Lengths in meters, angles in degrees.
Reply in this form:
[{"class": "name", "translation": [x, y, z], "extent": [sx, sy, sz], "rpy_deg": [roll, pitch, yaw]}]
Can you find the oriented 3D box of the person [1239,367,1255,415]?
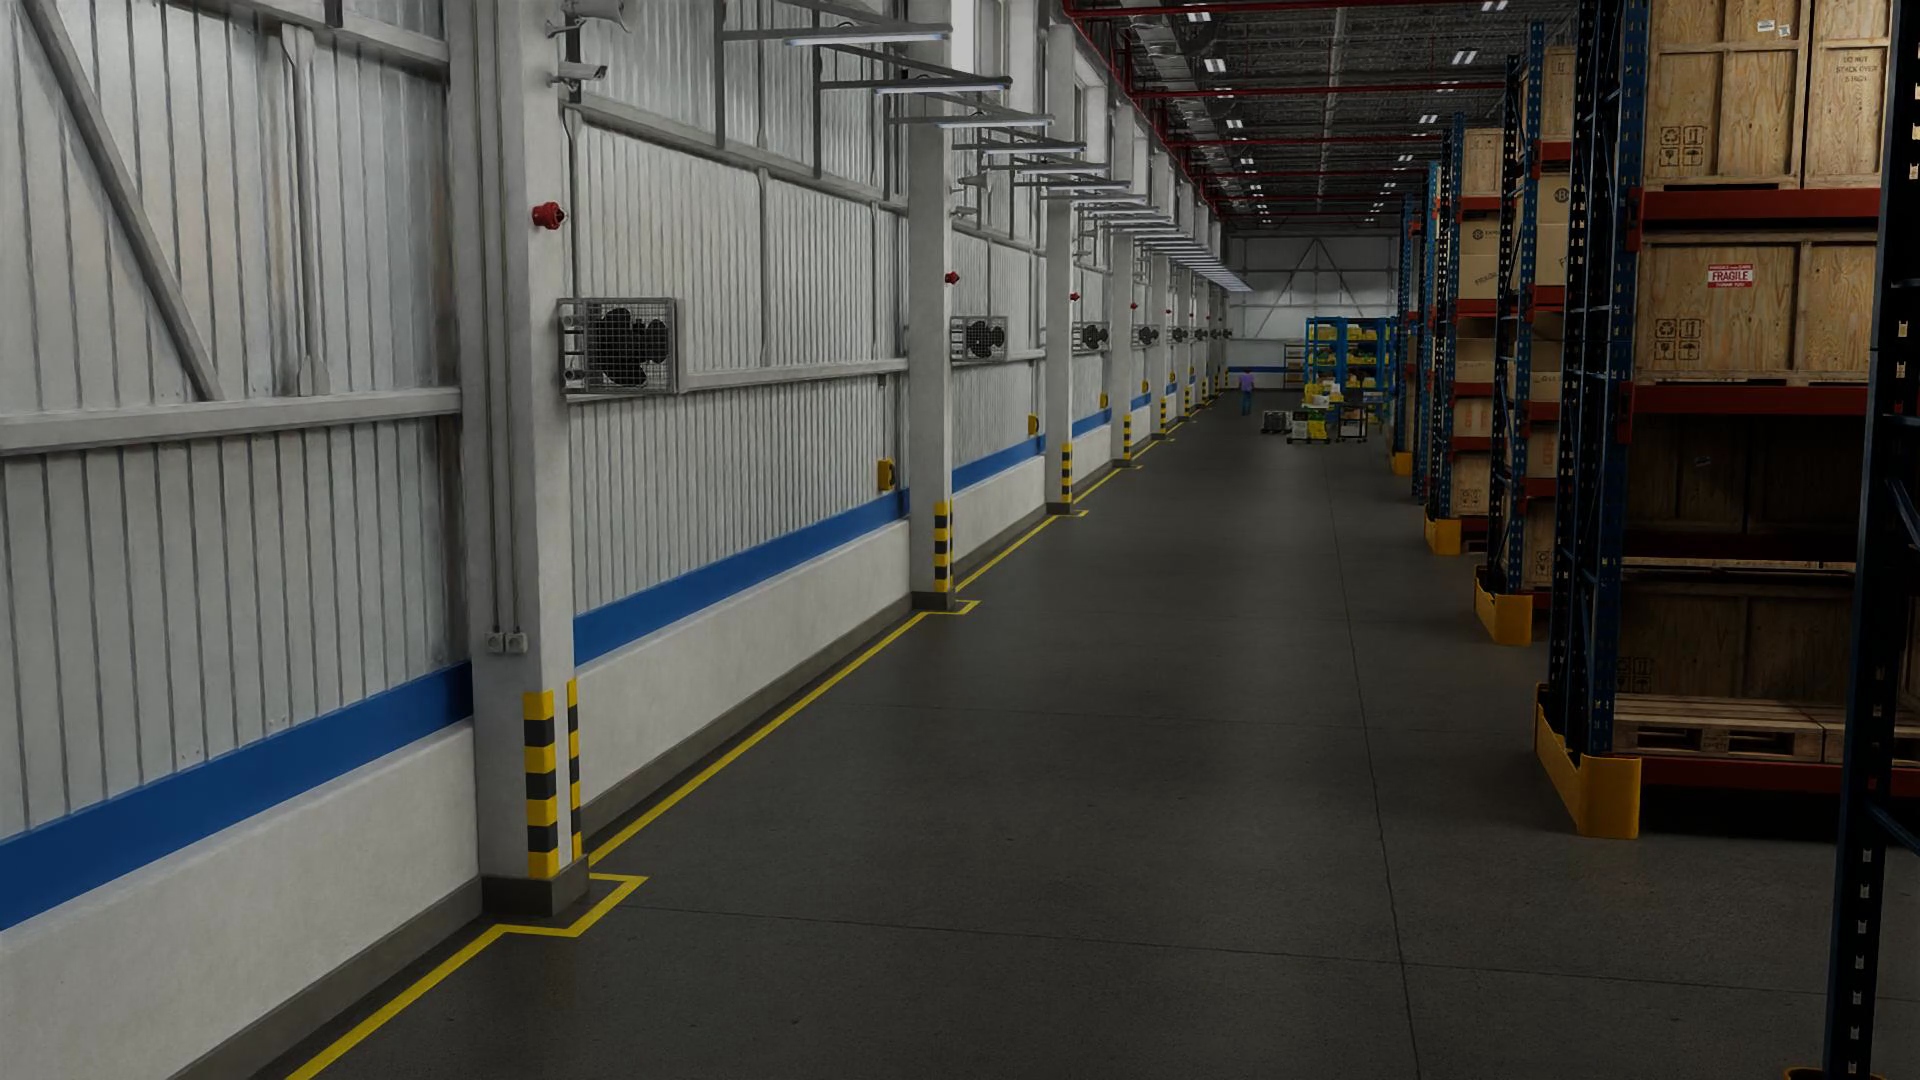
[{"class": "person", "translation": [10.742, -5.573, 62.275], "extent": [0.580, 1.813, 0.923], "rpy_deg": [2, 7, 15]}]
